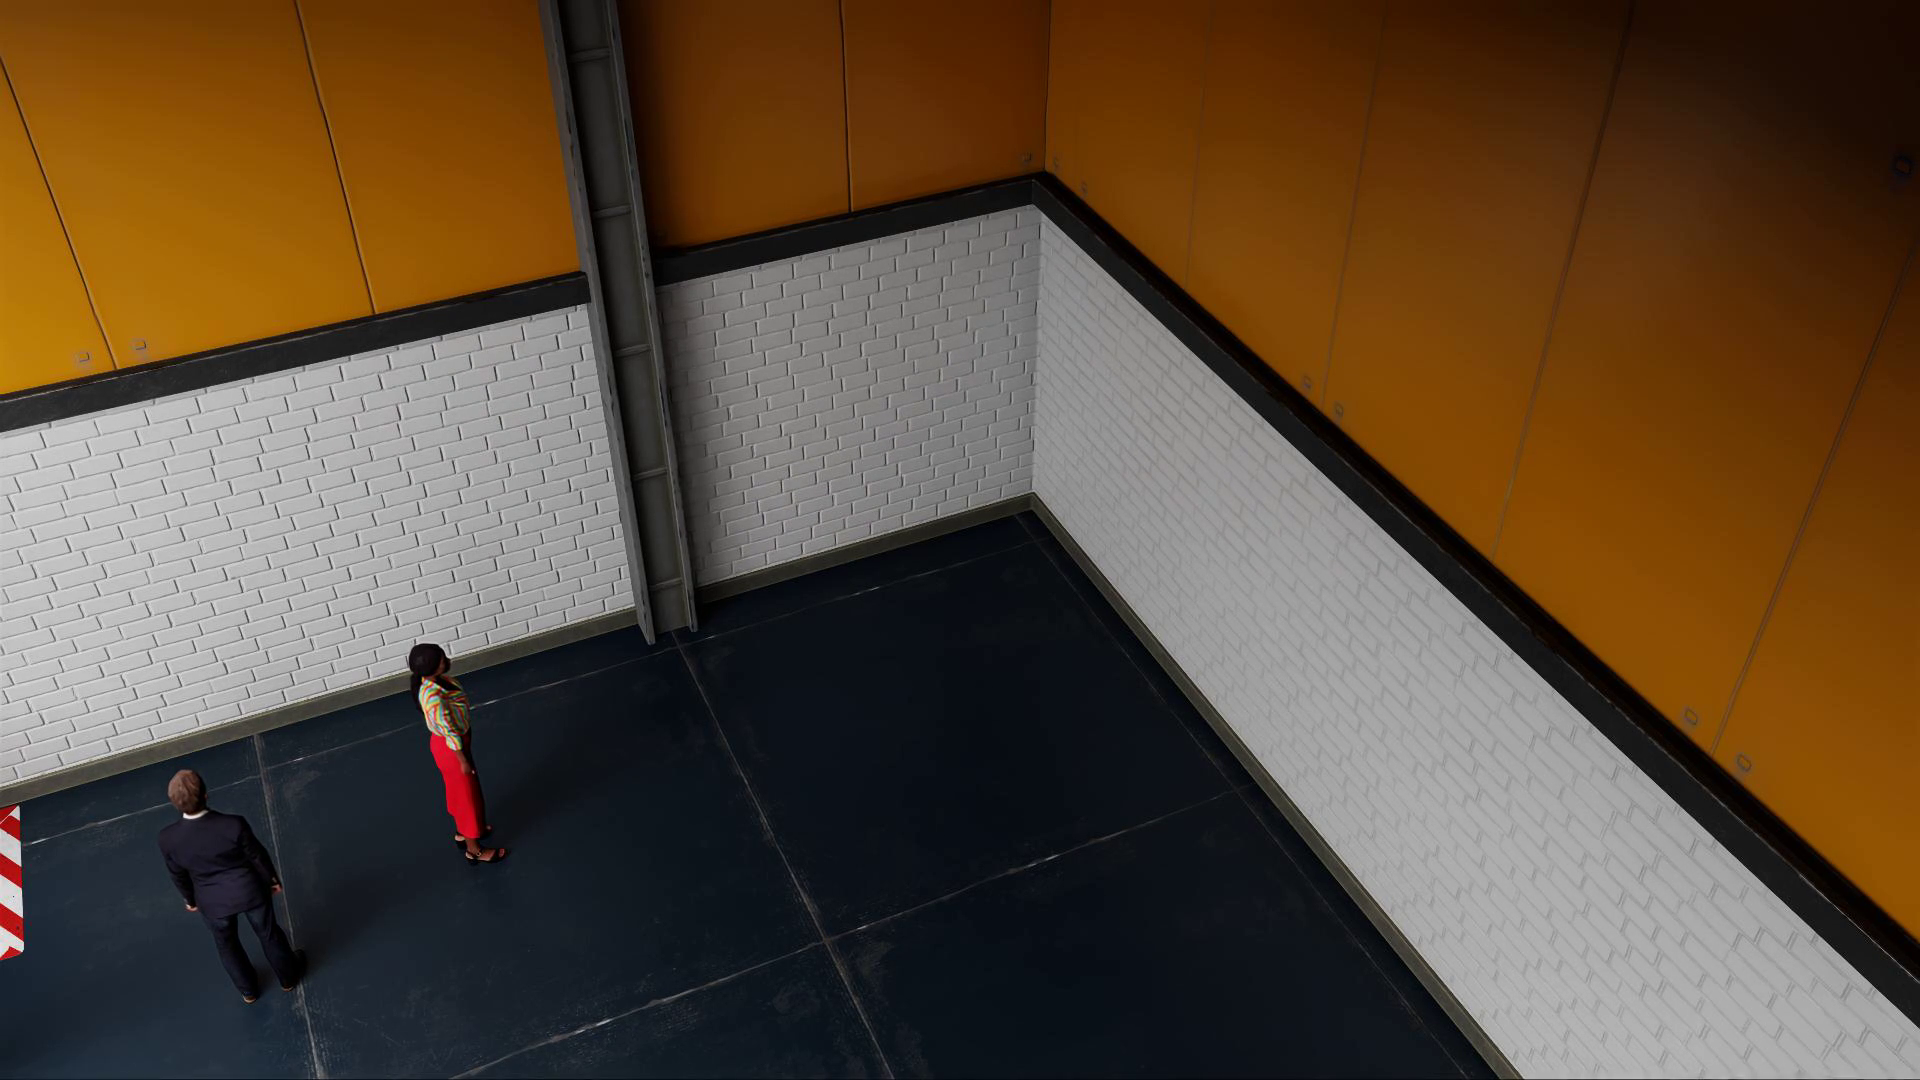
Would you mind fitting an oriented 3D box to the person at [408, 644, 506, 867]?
[{"bbox_3d":[-3.159,1.331,10.362,0.558,1.793,0.616,-21,43,-24],"label":"person"}]

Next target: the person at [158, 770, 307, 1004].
[{"bbox_3d":[-4.195,1.982,9.529,0.570,1.816,0.767,-11,40,-13],"label":"person"}]
